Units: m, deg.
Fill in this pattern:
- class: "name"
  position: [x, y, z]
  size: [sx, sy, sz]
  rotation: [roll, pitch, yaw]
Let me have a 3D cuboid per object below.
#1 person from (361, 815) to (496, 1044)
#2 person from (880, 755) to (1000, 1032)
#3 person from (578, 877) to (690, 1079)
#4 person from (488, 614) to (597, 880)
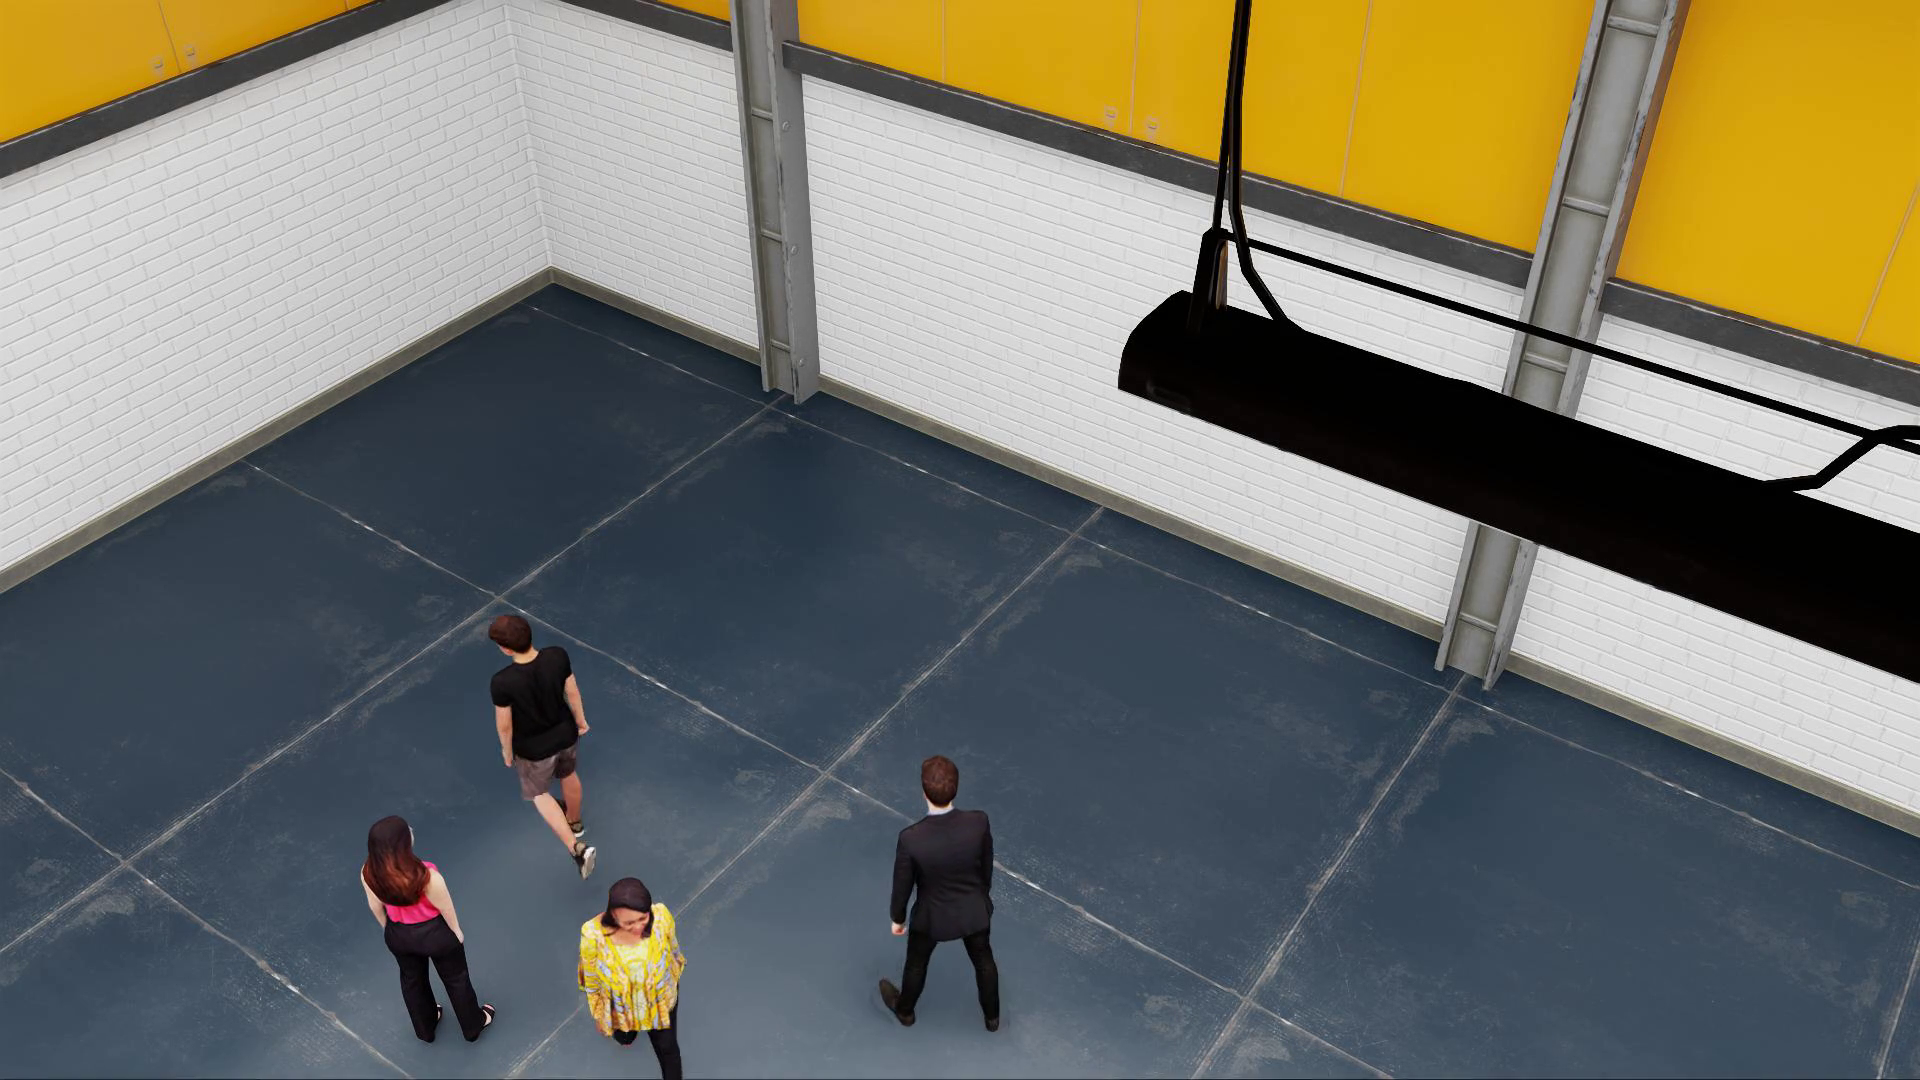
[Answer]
- class: "person"
  position: [-2.777, 2.026, 8.607]
  size: [0.606, 1.660, 0.716]
  rotation: [3, 39, 4]
- class: "person"
  position: [-0.086, 1.892, 8.608]
  size: [0.905, 1.869, 0.942]
  rotation: [-10, 40, -13]
- class: "person"
  position: [-1.653, 2.239, 8.369]
  size: [1.013, 1.624, 1.149]
  rotation: [-15, 41, -17]
- class: "person"
  position: [-2.342, 1.188, 9.512]
  size: [0.836, 1.840, 1.074]
  rotation: [-27, 46, -30]
